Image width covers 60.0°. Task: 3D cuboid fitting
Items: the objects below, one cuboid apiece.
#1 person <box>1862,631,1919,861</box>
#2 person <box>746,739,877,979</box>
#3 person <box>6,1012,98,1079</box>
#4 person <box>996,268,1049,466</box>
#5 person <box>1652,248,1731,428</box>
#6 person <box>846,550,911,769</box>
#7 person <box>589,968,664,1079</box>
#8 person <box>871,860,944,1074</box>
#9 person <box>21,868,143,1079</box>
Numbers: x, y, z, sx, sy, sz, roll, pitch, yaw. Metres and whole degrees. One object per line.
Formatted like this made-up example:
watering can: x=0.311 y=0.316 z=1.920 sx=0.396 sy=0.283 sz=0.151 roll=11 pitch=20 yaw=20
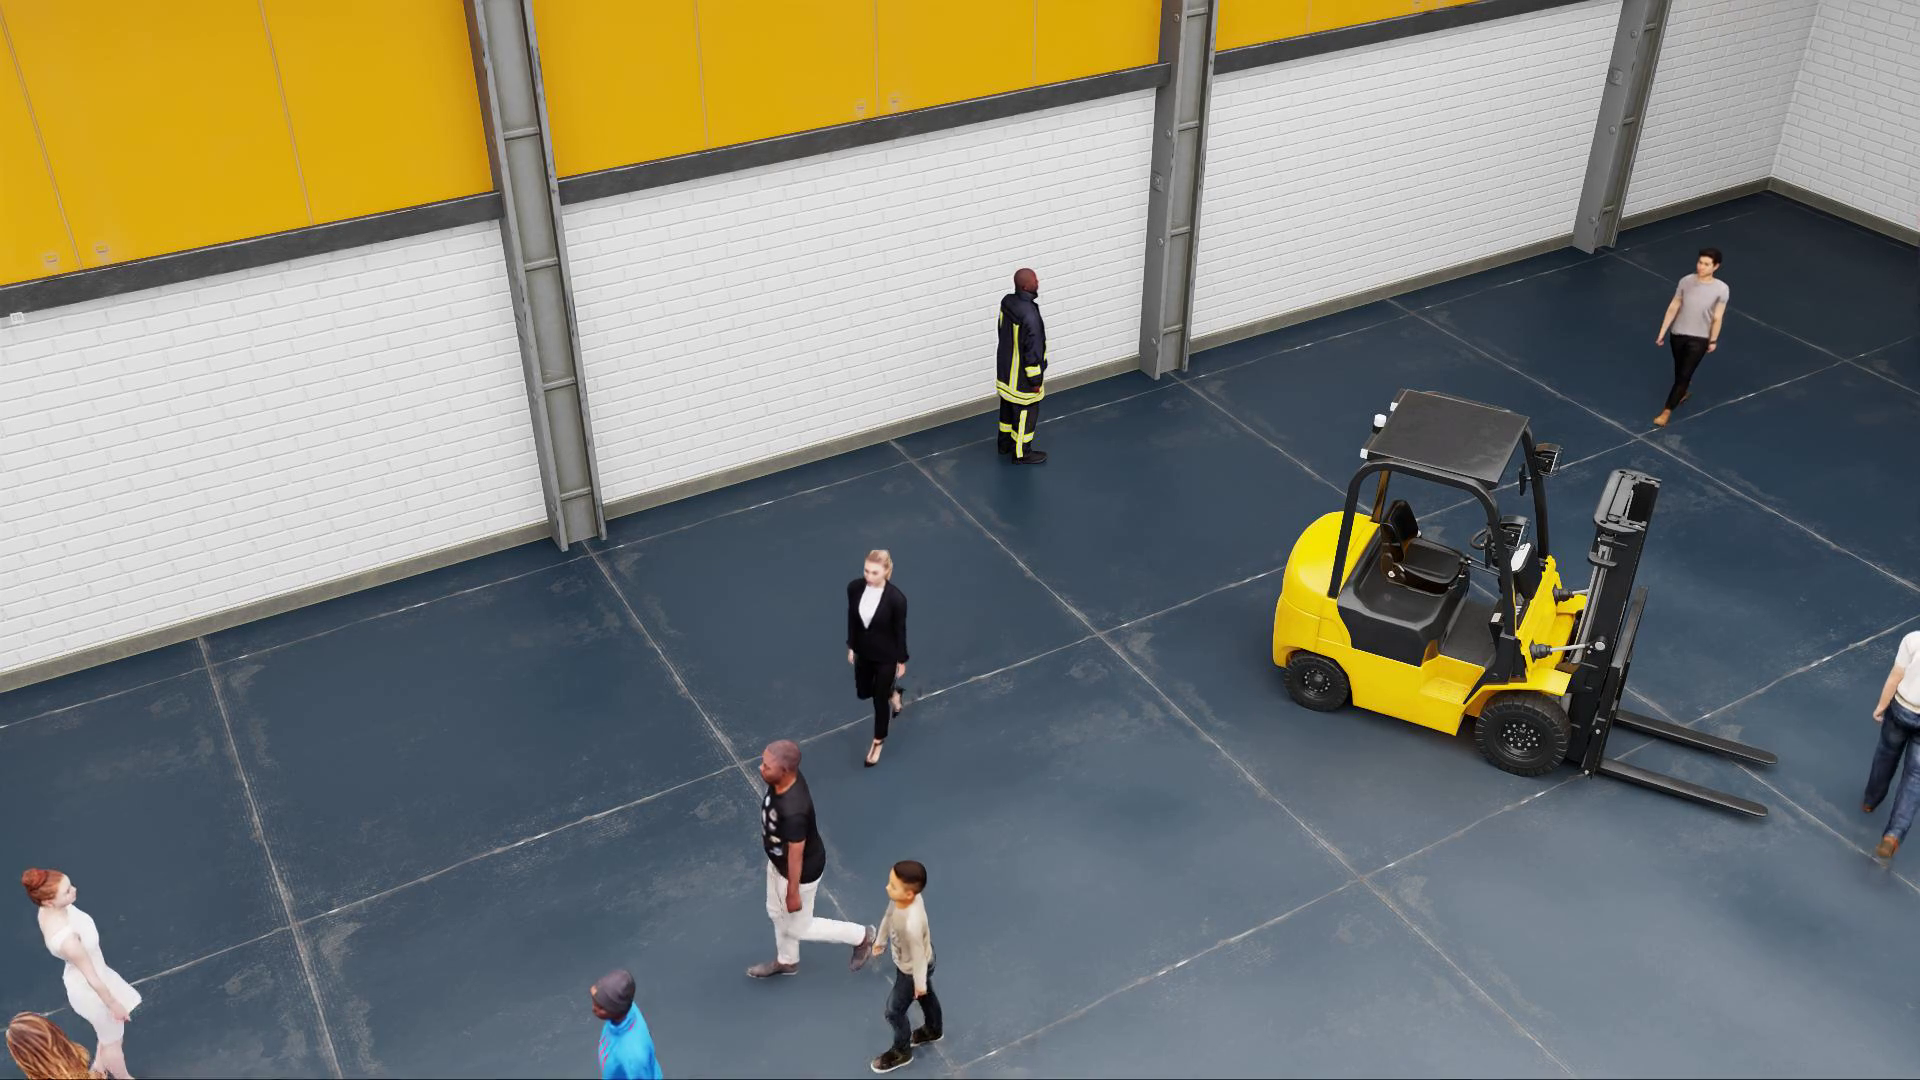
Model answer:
person: x=6.023 y=1.179 z=10.457 sx=1.035 sy=1.826 sz=1.258 roll=18 pitch=38 yaw=25
person: x=-0.856 y=1.854 z=9.475 sx=1.064 sy=1.788 sz=0.806 roll=-9 pitch=35 yaw=-14
person: x=-4.136 y=2.928 z=7.932 sx=1.037 sy=1.708 sz=0.921 roll=4 pitch=34 yaw=5
person: x=0.535 y=-1.540 z=14.552 sx=0.684 sy=1.821 sz=0.763 roll=-14 pitch=36 yaw=-20
person: x=6.728 y=-1.896 z=15.215 sx=1.142 sy=1.679 sz=0.768 roll=-26 pitch=42 yaw=-34
person: x=-0.524 y=0.744 z=11.228 sx=0.870 sy=1.695 sz=0.975 roll=16 pitch=37 yaw=22
person: x=-1.504 y=2.725 z=8.166 sx=0.890 sy=1.785 sz=0.691 roll=-12 pitch=35 yaw=-17
person: x=-0.191 y=2.297 z=9.114 sx=0.748 sy=1.450 sz=0.657 roll=-5 pitch=34 yaw=-8
person: x=-4.619 y=2.383 z=8.679 sx=0.662 sy=1.788 sz=0.605 roll=-20 pitch=39 yaw=-27
